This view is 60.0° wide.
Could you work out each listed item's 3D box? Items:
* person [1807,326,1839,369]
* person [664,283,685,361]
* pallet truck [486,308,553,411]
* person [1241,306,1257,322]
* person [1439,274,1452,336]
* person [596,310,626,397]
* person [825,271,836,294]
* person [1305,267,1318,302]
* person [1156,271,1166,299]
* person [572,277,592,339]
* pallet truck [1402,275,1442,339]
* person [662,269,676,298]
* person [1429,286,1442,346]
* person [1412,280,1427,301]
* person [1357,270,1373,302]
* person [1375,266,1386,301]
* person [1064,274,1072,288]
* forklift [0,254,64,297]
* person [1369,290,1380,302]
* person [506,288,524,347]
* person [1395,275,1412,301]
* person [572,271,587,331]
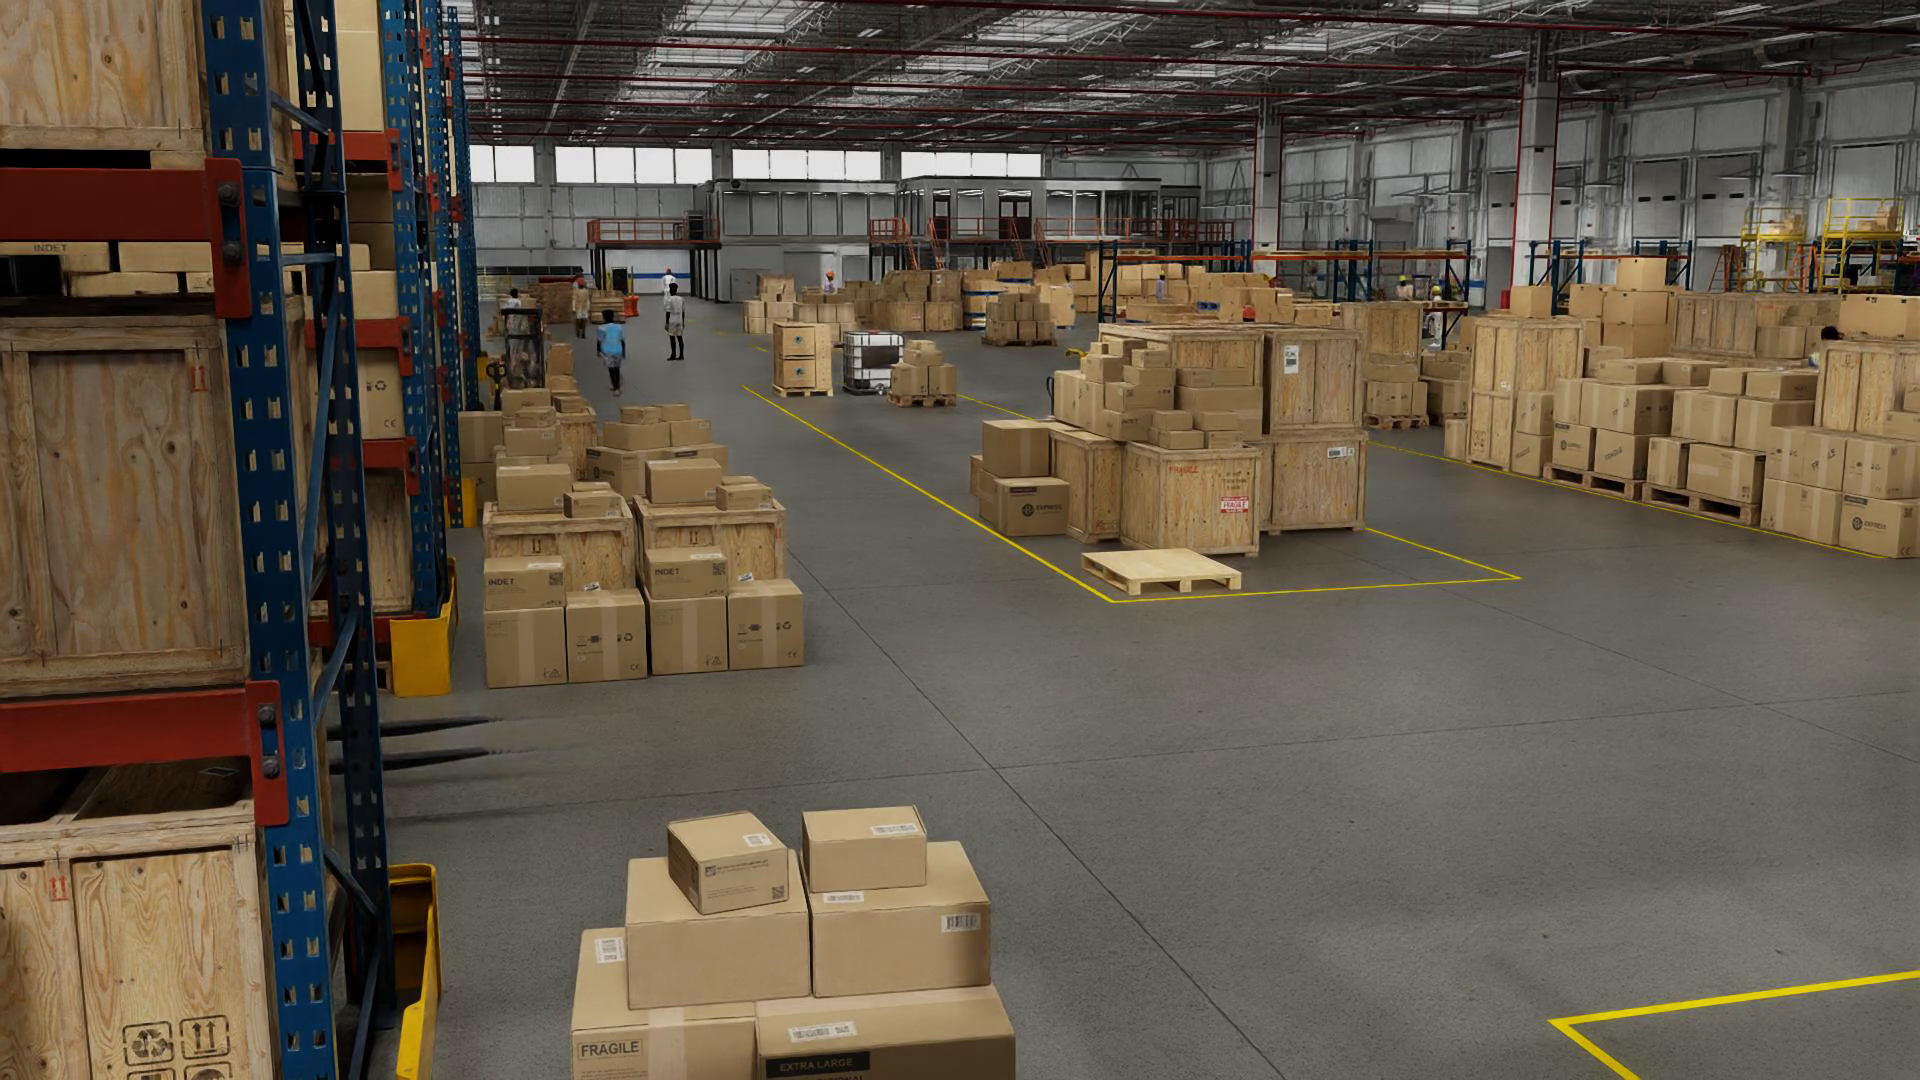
[{"bbox_3d":[10.994,-1.769,21.092,0.598,1.867,1.061,-3,10,-16],"label":"person"},{"bbox_3d":[-7.144,-5.449,41.615,0.361,1.963,0.618,8,13,39],"label":"person"},{"bbox_3d":[-6.242,-2.418,24.362,0.823,1.965,1.885,1,10,3],"label":"pallet truck"},{"bbox_3d":[4.520,-2.704,26.155,0.550,1.935,0.376,-4,11,-20],"label":"person"},{"bbox_3d":[15.426,-7.509,53.240,0.627,1.973,0.653,8,13,39],"label":"person"},{"bbox_3d":[-6.727,-3.591,31.946,0.535,1.654,0.838,-7,12,-36],"label":"person"},{"bbox_3d":[-4.484,-8.282,57.490,0.406,2.035,0.601,1,10,4],"label":"person"},{"bbox_3d":[17.018,-12.209,80.119,0.585,1.873,1.004,-7,12,-36],"label":"person"},{"bbox_3d":[7.741,-9.377,63.993,0.391,1.923,0.589,-2,10,-11],"label":"person"},{"bbox_3d":[-11.750,-7.212,51.753,0.544,1.920,0.498,-7,12,-34],"label":"person"},{"bbox_3d":[14.620,-7.324,52.145,0.823,1.965,1.885,8,13,40],"label":"pallet truck"},{"bbox_3d":[-12.982,-11.176,74.333,0.617,1.858,0.768,0,10,-1],"label":"person"},{"bbox_3d":[13.694,-6.442,47.876,0.312,1.741,0.487,6,12,32],"label":"person"},{"bbox_3d":[16.578,-8.577,60.160,0.532,1.668,0.720,-2,10,-9],"label":"person"},{"bbox_3d":[16.977,-10.379,69.736,0.612,1.900,0.983,5,11,26],"label":"person"},{"bbox_3d":[19.628,-11.896,78.191,1.043,1.933,0.613,8,13,39],"label":"person"},{"bbox_3d":[3.801,-8.668,60.134,0.540,1.856,0.403,-2,10,-14],"label":"person"},{"bbox_3d":[-4.473,0.038,7.958,1.873,2.768,1.129,-3,10,-15],"label":"forklift"},{"bbox_3d":[10.218,-5.280,41.142,0.342,1.806,0.654,-2,10,-13],"label":"person"},{"bbox_3d":[-12.692,-6.308,47.289,0.536,1.685,0.442,4,11,20],"label":"person"},{"bbox_3d":[15.100,-8.069,56.636,0.584,1.897,0.802,7,12,34],"label":"person"},{"bbox_3d":[-12.884,-8.108,56.460,0.538,2.000,0.682,-3,10,-17],"label":"person"}]
